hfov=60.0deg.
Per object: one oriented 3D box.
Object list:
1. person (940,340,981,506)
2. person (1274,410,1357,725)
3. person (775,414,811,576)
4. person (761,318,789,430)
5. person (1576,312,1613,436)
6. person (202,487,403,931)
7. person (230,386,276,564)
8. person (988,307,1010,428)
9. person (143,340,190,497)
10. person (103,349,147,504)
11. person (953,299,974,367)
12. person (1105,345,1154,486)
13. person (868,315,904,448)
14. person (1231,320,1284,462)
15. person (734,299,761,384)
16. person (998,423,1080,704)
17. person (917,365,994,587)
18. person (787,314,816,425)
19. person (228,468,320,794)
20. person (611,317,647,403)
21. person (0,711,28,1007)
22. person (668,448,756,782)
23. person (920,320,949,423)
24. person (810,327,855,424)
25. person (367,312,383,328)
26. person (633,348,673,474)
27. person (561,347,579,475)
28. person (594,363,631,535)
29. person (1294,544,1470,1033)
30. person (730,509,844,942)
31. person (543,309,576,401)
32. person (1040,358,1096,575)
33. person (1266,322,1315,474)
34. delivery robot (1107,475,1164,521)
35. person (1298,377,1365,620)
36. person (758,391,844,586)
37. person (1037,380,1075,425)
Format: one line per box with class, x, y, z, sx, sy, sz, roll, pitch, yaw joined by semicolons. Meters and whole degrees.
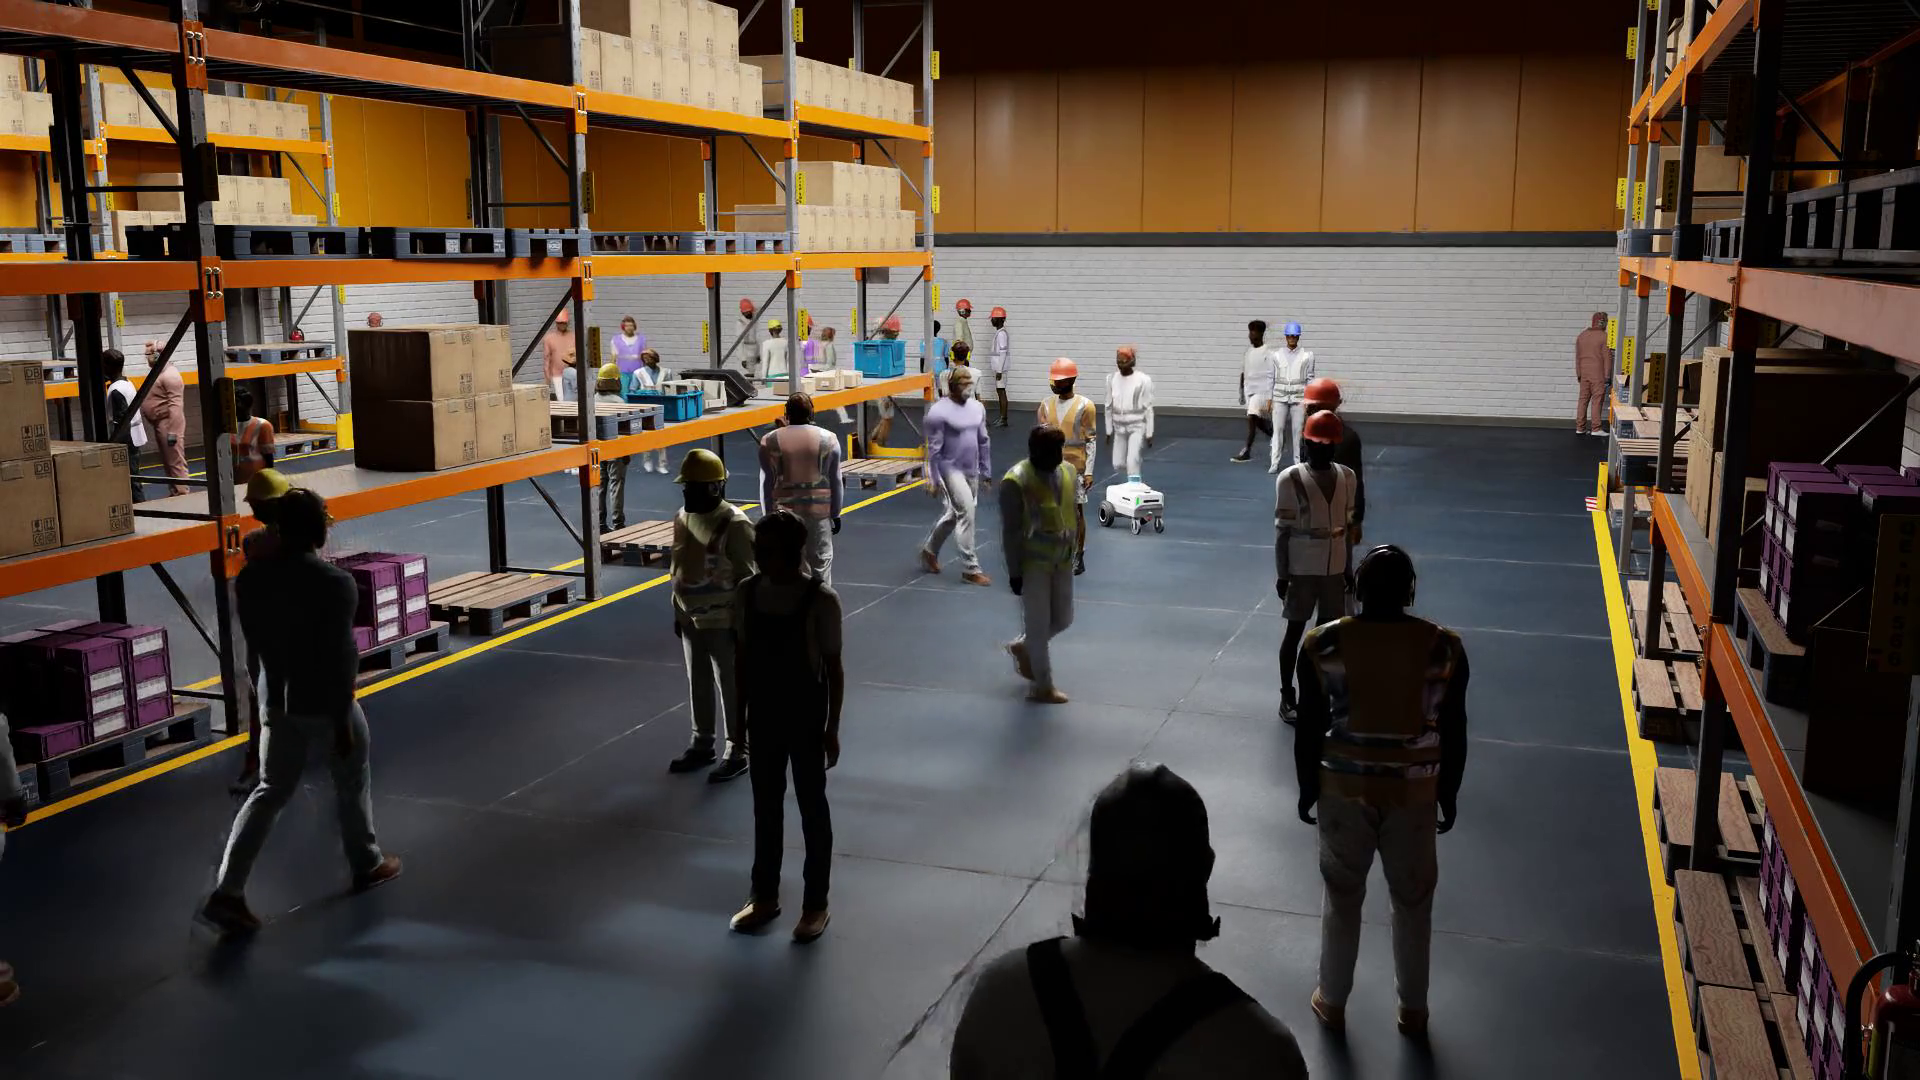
person;-0.001;-1.301;18.630;0.532;1.868;0.310;-5;11;-24
person;2.188;0.167;10.173;0.552;1.934;0.357;-4;11;-19
person;-1.294;-0.181;12.976;0.309;1.639;0.514;-7;12;-35
person;-2.915;-2.629;26.399;0.533;1.766;0.328;-7;12;-35
person;9.762;-2.544;25.542;0.401;1.901;0.651;-5;11;-26
person;-2.883;0.720;7.192;0.639;1.902;1.000;4;11;21
person;-6.320;-0.528;14.788;0.539;1.693;0.319;1;10;7
person;0.622;-2.767;26.693;0.360;1.938;0.546;0;10;-2
person;-8.596;-1.204;17.987;0.399;1.905;0.643;-7;12;-34
person;-8.185;-0.916;16.326;0.373;1.917;0.595;-4;11;-21
person;0.057;-3.152;28.695;0.375;1.997;0.611;1;10;5
person;1.888;-1.215;18.168;0.601;1.859;0.625;8;13;37
person;-0.985;-1.959;21.915;0.490;2.015;0.650;-2;10;-13
person;4.080;-2.035;22.595;0.921;1.934;0.609;-6;12;-29
person;-3.687;-3.243;29.244;0.447;1.992;0.765;5;11;26
person;0.492;0.136;10.717;0.644;1.817;0.567;-8;13;-37
person;-0.052;-0.586;14.534;0.967;1.905;0.644;10;14;43
person;-2.267;-2.308;24.108;0.547;1.938;0.379;10;14;44
person;-3.681;0.449;9.152;0.521;1.729;0.875;3;10;16
person;-5.190;-2.597;26.158;0.597;1.788;0.968;-3;11;-17
person;-3.765;0.888;6.312;0.602;1.864;0.514;6;12;30
person;-1.377;0.407;9.112;0.595;1.831;0.403;9;13;41
person;-0.425;-2.750;27.270;0.572;1.698;0.317;-4;11;-20
person;-2.196;-2.673;27.155;0.862;1.590;0.532;-5;11;-27
person;-8.882;-2.521;25.397;0.651;1.907;0.409;-5;11;-25
person;-3.883;-1.637;21.182;0.537;1.621;0.371;-4;11;-23
person;-4.935;-1.654;21.278;0.279;1.633;0.497;-6;12;-30
person;-3.507;-0.904;16.750;0.493;1.743;0.295;6;12;32
person;1.547;0.924;6.177;0.625;1.844;0.429;1;10;8
person;-0.732;0.774;7.021;0.505;1.842;0.349;5;11;24
person;-6.003;-2.521;25.210;0.629;1.972;0.681;-4;11;-23
person;0.927;-0.650;14.771;0.550;1.935;0.375;6;12;29
person;4.219;-1.812;21.274;0.609;1.950;0.379;3;10;15
delivery robot;1.800;-0.420;17.105;0.477;0.478;0.707;-4;11;-22
person;2.627;-0.174;11.947;0.457;1.985;0.668;-5;11;-25
person;-1.185;-0.191;12.456;0.627;1.844;0.429;-1;10;-6
person;0.963;-0.741;15.768;0.533;1.767;0.326;-7;12;-34
